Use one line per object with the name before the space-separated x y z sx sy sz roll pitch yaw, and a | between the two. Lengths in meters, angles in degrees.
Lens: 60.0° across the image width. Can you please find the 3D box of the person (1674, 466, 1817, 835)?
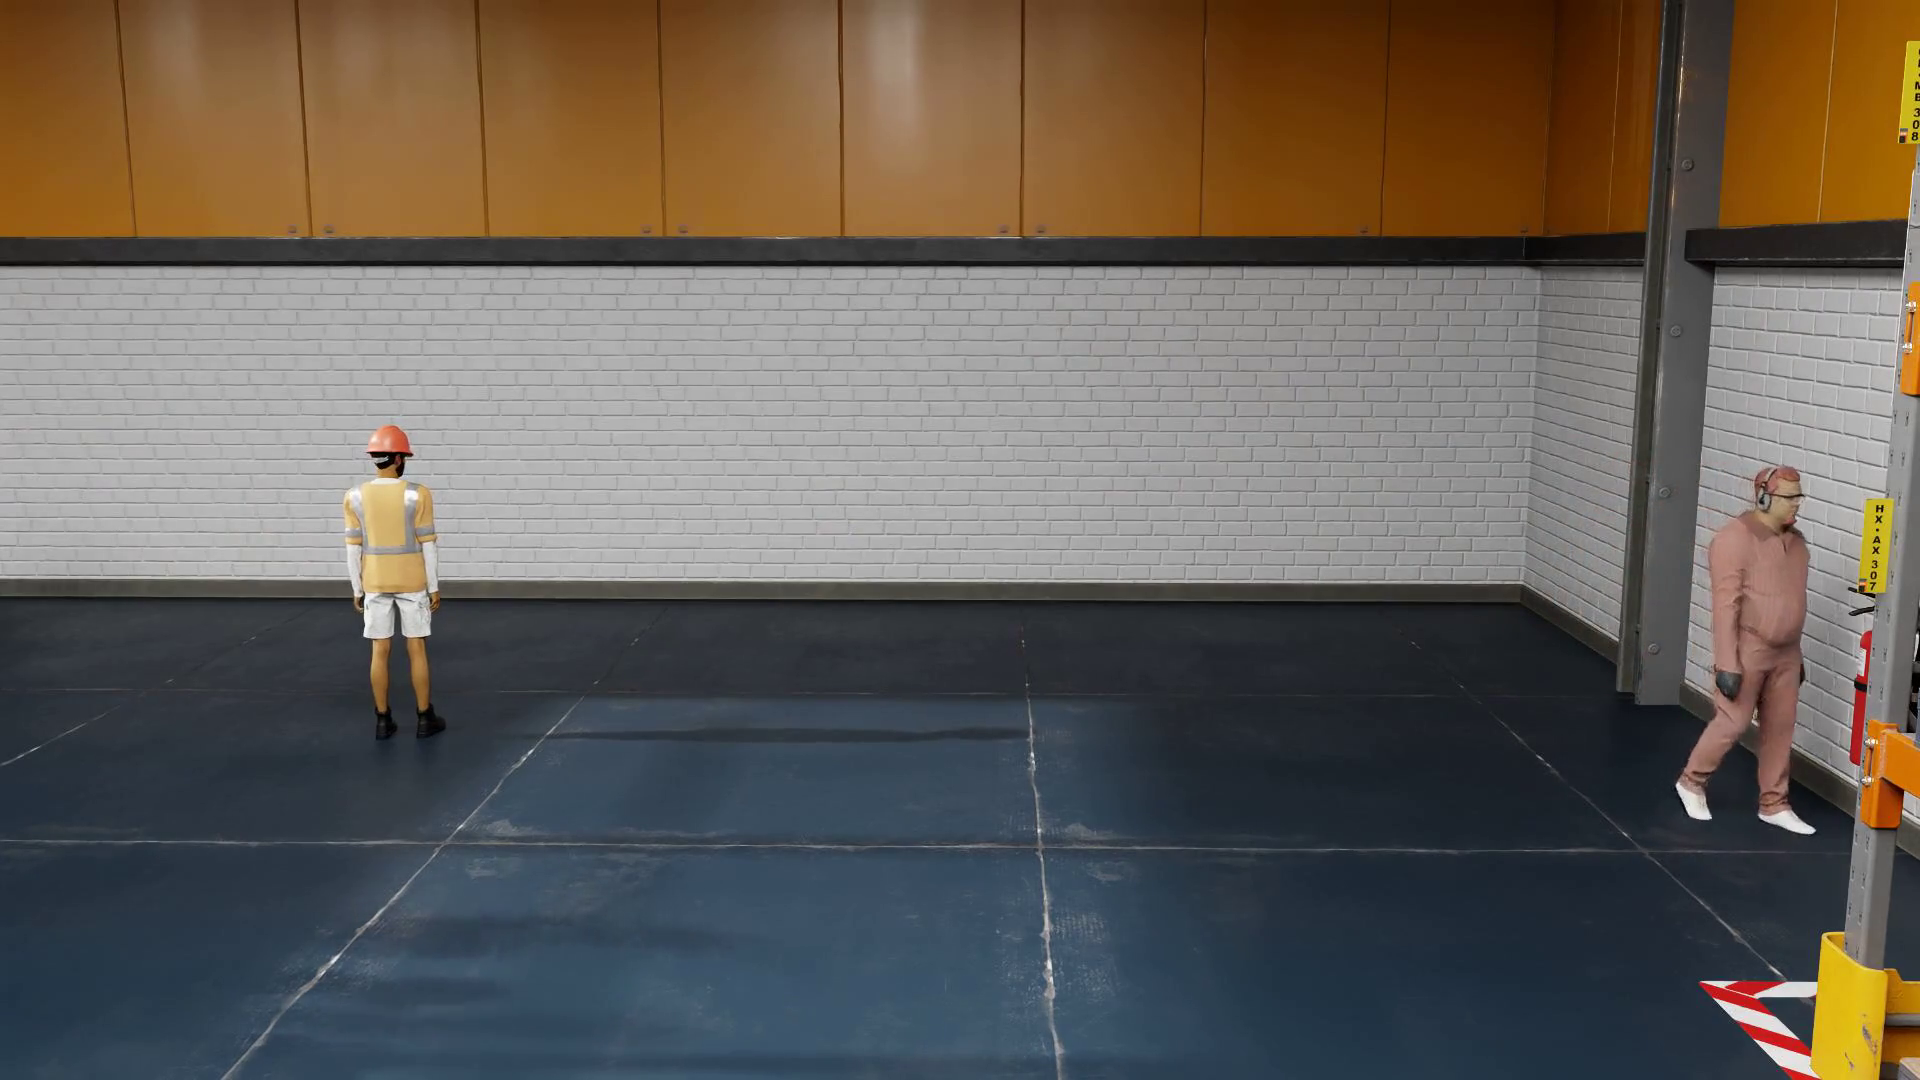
person | 4.119 0.566 8.593 0.671 1.922 0.555 -4 10 -24

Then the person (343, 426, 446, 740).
person | -3.462 0.266 10.209 0.542 1.930 0.375 -1 9 -3
